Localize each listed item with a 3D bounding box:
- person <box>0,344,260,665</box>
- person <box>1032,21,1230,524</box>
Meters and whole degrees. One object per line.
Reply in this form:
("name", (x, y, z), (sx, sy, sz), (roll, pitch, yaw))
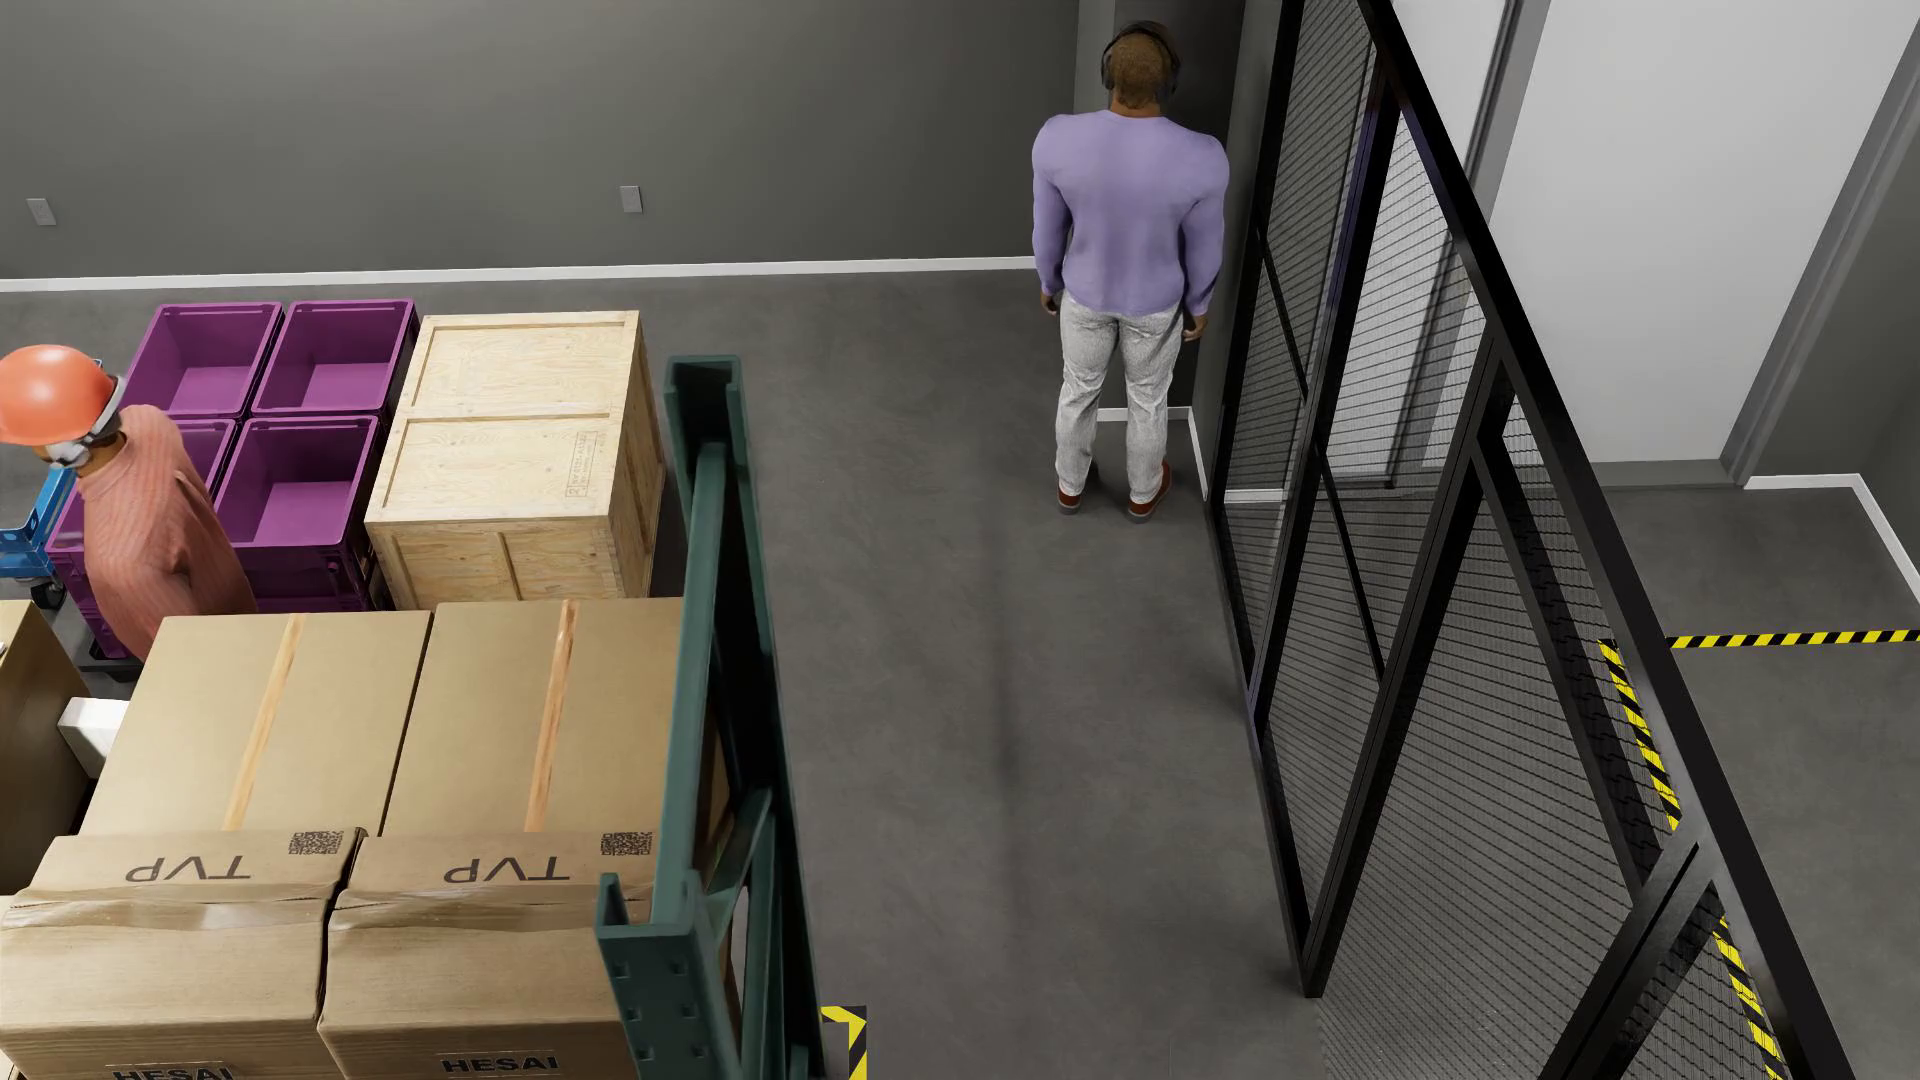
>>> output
("person", (-2.065, 0.262, 4.469), (0.397, 1.990, 0.622), (-12, 48, -11))
("person", (0.541, -0.833, 5.552), (0.631, 1.940, 0.372), (10, 47, 9))
